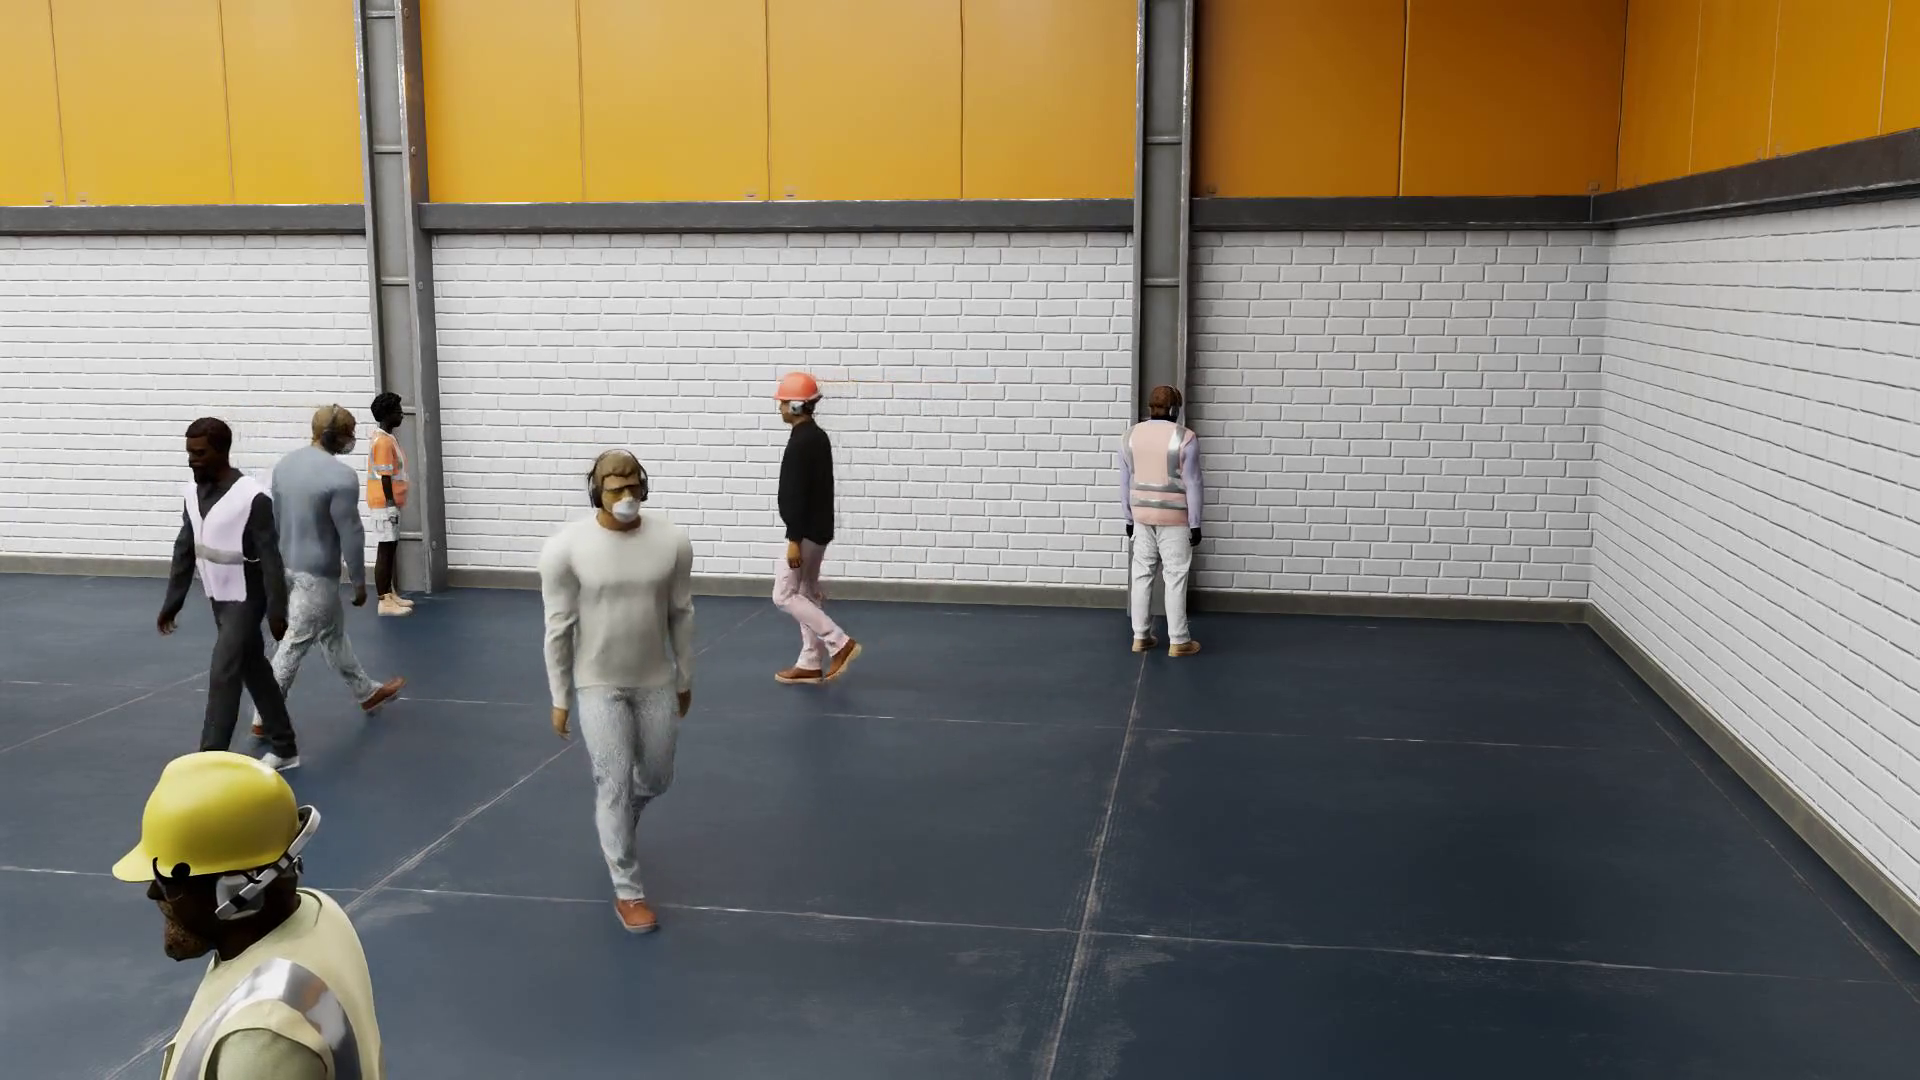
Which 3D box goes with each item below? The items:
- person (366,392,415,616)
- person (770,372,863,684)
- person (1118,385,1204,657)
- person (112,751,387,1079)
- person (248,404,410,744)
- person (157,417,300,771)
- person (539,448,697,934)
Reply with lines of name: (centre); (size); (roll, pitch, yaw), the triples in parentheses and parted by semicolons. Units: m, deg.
person: (-4.333, -0.273, 12.611); (0.320, 1.694, 0.531); (-2, 10, -15)
person: (-0.925, -0.052, 10.344); (0.517, 1.980, 0.636); (2, 9, 9)
person: (1.381, -0.130, 11.285); (0.622, 1.839, 0.429); (7, 11, 36)
person: (-1.184, 1.242, 2.870); (0.403, 1.825, 0.595); (-2, 10, -14)
person: (-3.568, 0.174, 9.308); (0.690, 1.863, 1.029); (7, 12, 37)
person: (-3.732, 0.331, 8.306); (0.594, 1.874, 0.921); (7, 11, 37)
person: (-1.387, 0.567, 6.747); (0.635, 1.916, 0.740); (-5, 11, -30)
